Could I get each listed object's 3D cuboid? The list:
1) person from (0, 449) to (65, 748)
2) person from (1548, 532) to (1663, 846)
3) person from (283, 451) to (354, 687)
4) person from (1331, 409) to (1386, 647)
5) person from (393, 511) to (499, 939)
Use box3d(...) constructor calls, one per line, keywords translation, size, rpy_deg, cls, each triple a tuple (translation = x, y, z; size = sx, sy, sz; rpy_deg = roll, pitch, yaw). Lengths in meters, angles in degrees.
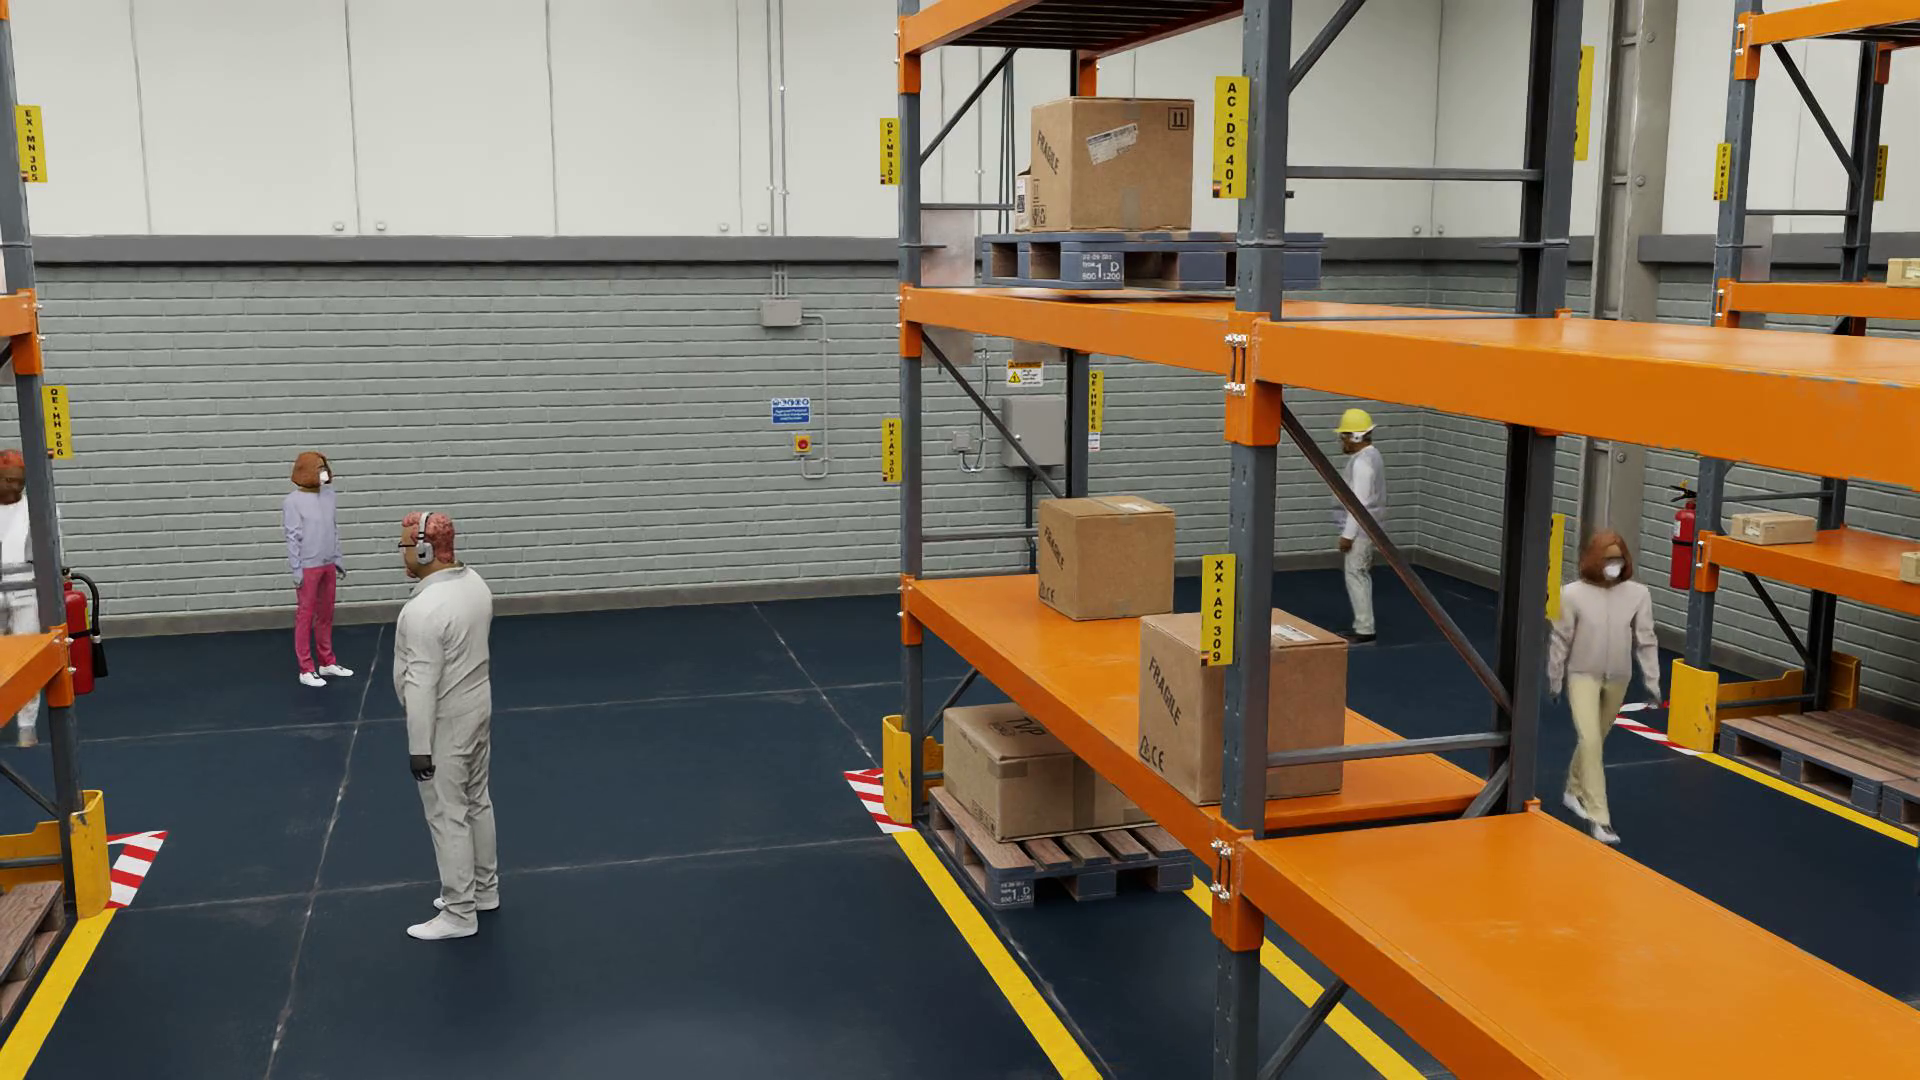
box3d(translation=(-5.717, 0.363, 10.050), size=(0.628, 1.847, 0.448), rpy_deg=(-2, 10, -12), cls="person")
box3d(translation=(3.321, 0.747, 8.587), size=(0.513, 1.586, 0.847), rpy_deg=(-1, 10, -3), cls="person")
box3d(translation=(-4.495, 0.192, 11.630), size=(0.280, 1.636, 0.502), rpy_deg=(3, 10, 17), cls="person")
box3d(translation=(3.051, -0.095, 12.756), size=(0.403, 1.819, 0.605), rpy_deg=(3, 10, 16), cls="person")
box3d(translation=(-2.296, 0.811, 7.375), size=(0.401, 1.899, 0.636), rpy_deg=(1, 10, 8), cls="person")
